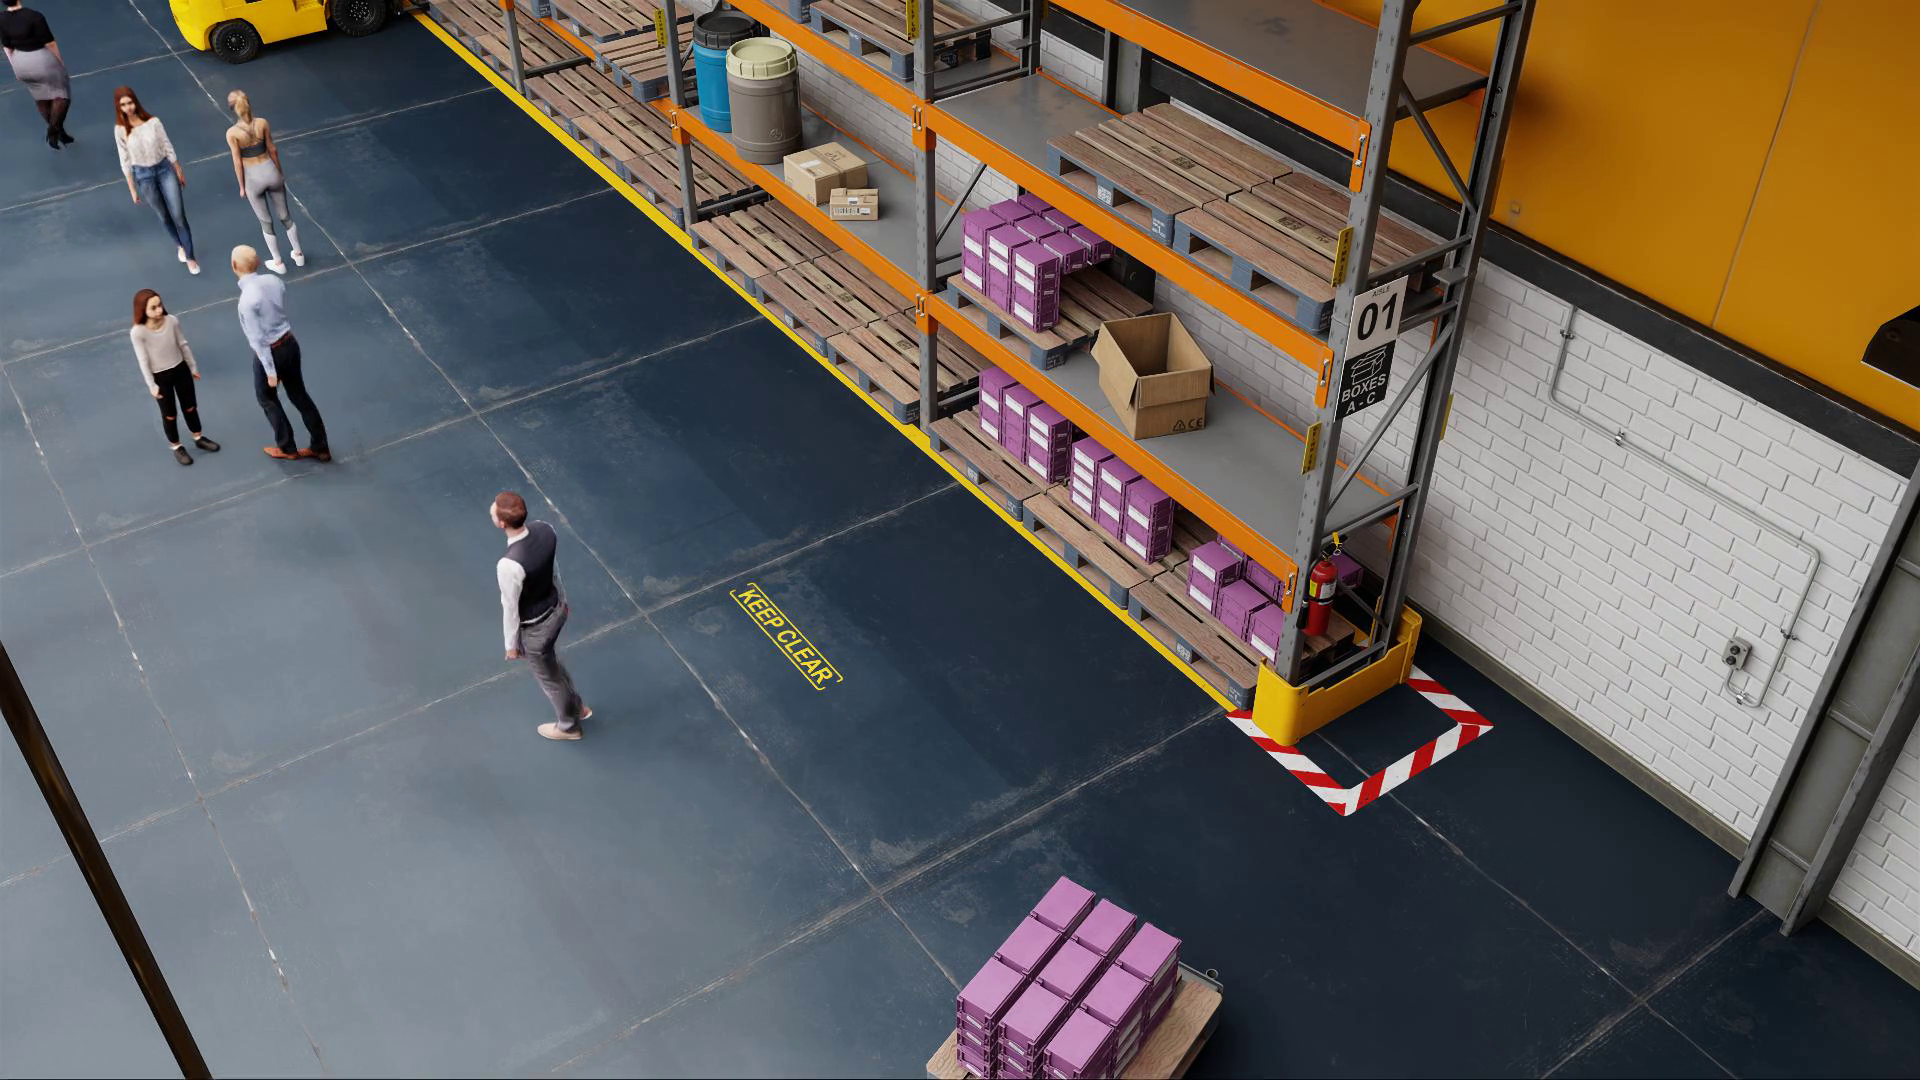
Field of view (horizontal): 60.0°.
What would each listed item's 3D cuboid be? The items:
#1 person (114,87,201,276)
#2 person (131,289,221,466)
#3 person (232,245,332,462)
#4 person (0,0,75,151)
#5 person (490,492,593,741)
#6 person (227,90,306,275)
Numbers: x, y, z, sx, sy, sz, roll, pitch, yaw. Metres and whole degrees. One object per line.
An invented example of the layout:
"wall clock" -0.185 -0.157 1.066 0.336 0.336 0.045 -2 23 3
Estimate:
"person" -7.213 -3.276 14.908 0.735 1.707 0.927 -14 41 -17
"person" -5.977 -1.249 12.552 0.581 1.478 0.601 27 46 30
"person" -5.052 -1.326 12.433 0.928 1.748 0.864 4 39 5
"person" -9.229 -4.675 16.629 0.928 1.745 1.040 -1 39 -1
"person" -2.449 0.498 10.004 0.831 1.930 0.786 10 40 13
"person" -6.201 -3.189 14.799 0.589 1.707 0.565 -30 48 -32
